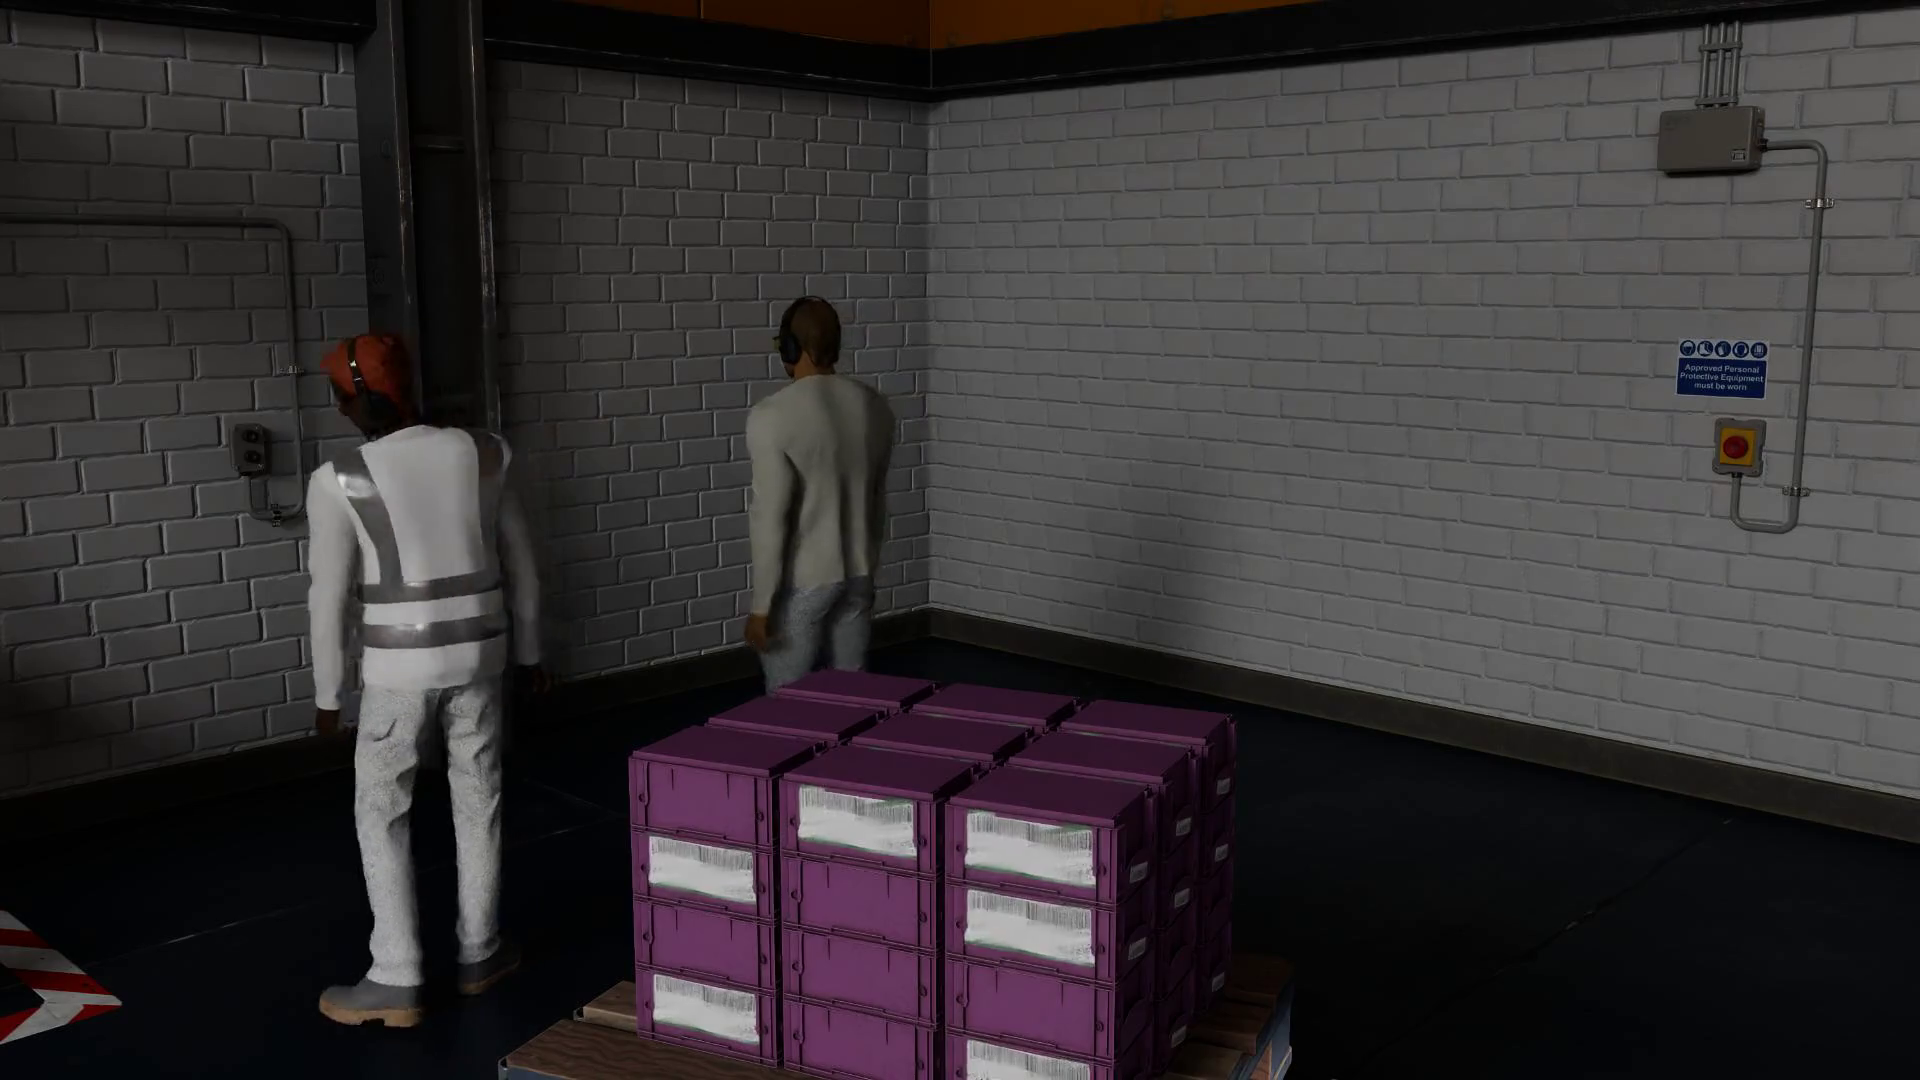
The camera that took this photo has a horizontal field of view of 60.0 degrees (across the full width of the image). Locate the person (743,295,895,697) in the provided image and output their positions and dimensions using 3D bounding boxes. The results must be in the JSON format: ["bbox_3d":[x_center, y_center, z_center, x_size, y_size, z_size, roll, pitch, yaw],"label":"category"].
[{"bbox_3d":[-0.479,0.143,5.672,0.366,1.938,0.640,9,13,42],"label":"person"}]

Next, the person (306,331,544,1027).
[{"bbox_3d":[-1.446,0.372,4.506,0.688,1.858,0.363,-7,11,-35],"label":"person"}]
